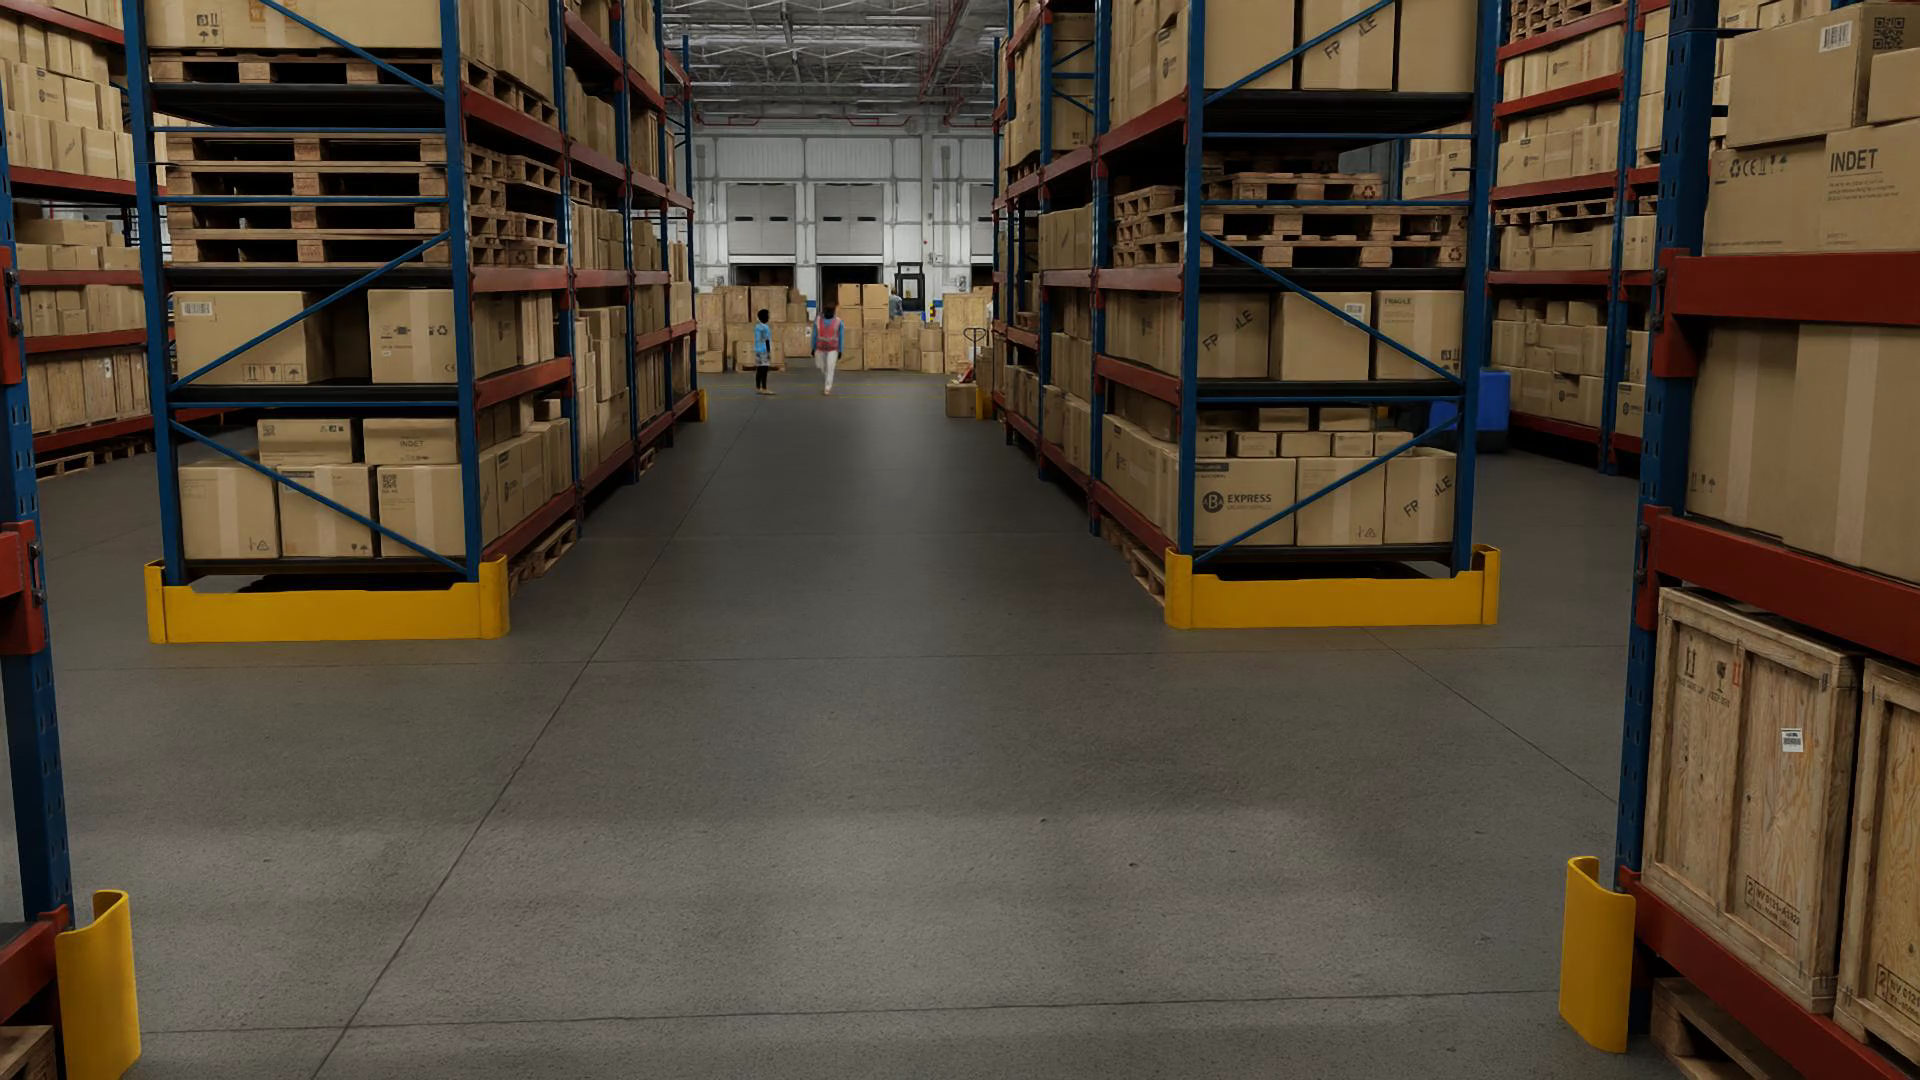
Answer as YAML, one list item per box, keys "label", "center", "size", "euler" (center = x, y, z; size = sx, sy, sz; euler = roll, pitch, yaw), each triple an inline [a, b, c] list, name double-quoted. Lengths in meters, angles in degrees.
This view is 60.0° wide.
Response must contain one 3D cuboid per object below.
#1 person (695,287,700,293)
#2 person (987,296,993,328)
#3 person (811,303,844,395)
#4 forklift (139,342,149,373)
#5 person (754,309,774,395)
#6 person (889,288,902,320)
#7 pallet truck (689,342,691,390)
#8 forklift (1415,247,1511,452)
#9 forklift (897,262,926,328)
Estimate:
- label: "person"
  center: [-10.189, -8.867, 64.650]
  size: [1.009, 1.874, 0.600]
  euler: [-4, 10, -24]
- label: "person"
  center: [0.949, -5.538, 43.603]
  size: [0.624, 1.930, 0.379]
  euler: [0, 9, 0]
- label: "person"
  center: [-2.603, -3.742, 32.639]
  size: [0.653, 1.823, 0.432]
  euler: [1, 9, 4]
- label: "forklift"
  center: [-15.653, -3.933, 30.524]
  size: [1.129, 2.768, 1.873]
  euler: [-1, 9, -4]
- label: "person"
  center: [-3.872, -3.703, 32.783]
  size: [0.317, 1.696, 0.540]
  euler: [-5, 11, -31]
- label: "person"
  center: [-2.314, -7.829, 57.977]
  size: [0.636, 1.931, 0.377]
  euler: [3, 10, 20]
- label: "pallet truck"
  center: [-5.225, -3.008, 27.480]
  size: [1.885, 1.965, 0.823]
  euler: [2, 9, 14]
- label: "forklift"
  center: [6.353, -2.621, 22.288]
  size: [1.873, 2.768, 1.129]
  euler: [1, 9, 4]
- label: "forklift"
  center: [-1.780, -8.547, 59.499]
  size: [1.129, 2.768, 1.873]
  euler: [-1, 9, -4]
